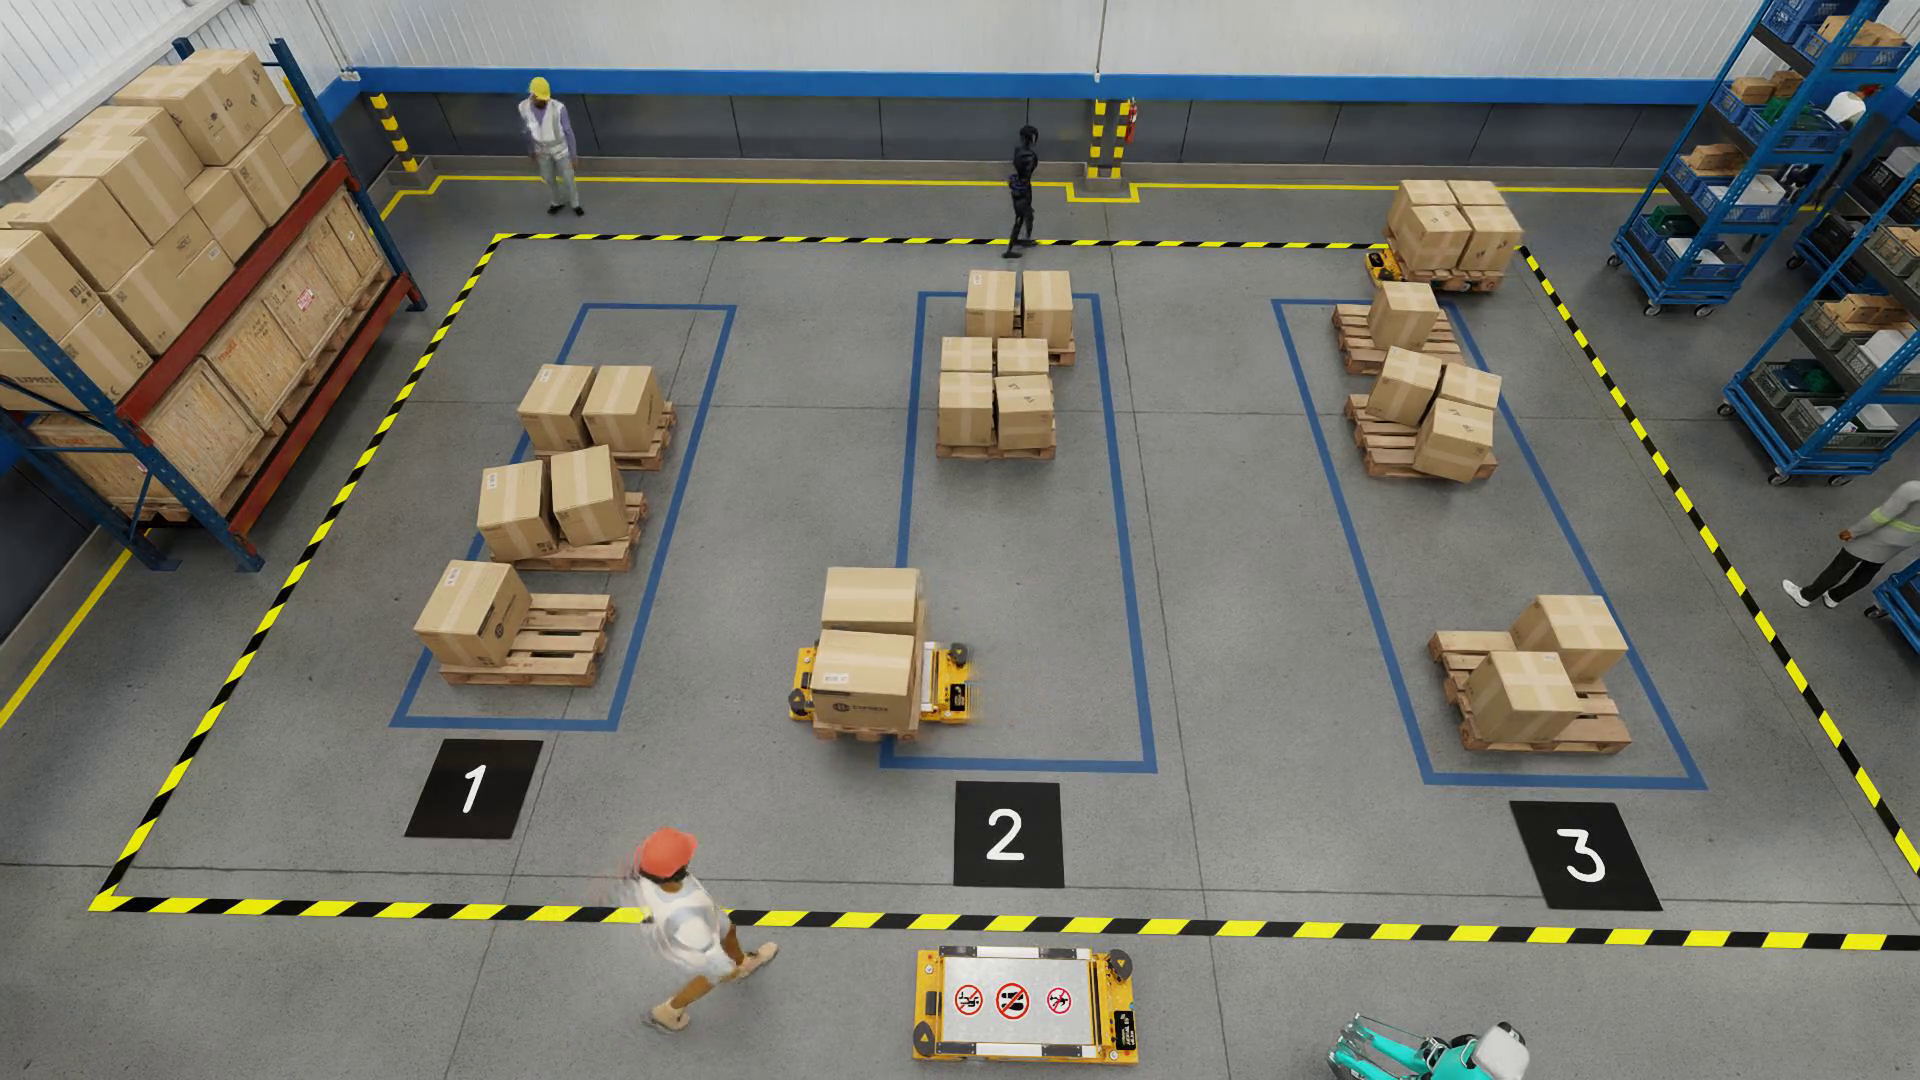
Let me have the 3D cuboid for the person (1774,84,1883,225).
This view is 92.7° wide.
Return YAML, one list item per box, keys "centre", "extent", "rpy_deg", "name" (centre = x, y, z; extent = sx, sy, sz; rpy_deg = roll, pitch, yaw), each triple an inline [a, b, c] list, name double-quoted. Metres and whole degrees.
- centre: [10.739, -4.889, 11.452]
  extent: [0.389, 1.847, 0.562]
  rpy_deg: [6, 51, 5]
  name: "person"

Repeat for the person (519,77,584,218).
- centre: [-5.097, -4.876, 11.482]
  extent: [0.633, 1.796, 0.408]
  rpy_deg: [-1, 51, -1]
  name: "person"

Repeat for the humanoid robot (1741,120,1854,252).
- centre: [10.155, -4.316, 11.097]
  extent: [0.608, 1.636, 0.604]
  rpy_deg: [26, 55, 20]
  name: "humanoid robot"

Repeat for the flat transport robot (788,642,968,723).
- centre: [-0.653, 1.154, 7.527]
  extent: [1.431, 0.197, 0.652]
  rpy_deg: [1, 51, 1]
  name: "flat transport robot"

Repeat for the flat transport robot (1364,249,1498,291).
- centre: [5.750, -3.317, 11.171]
  extent: [1.431, 0.197, 0.652]
  rpy_deg: [1, 51, 1]
  name: "flat transport robot"

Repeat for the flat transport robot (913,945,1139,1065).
- centre: [0.422, 3.041, 6.007]
  extent: [1.431, 0.231, 0.659]
  rpy_deg: [1, 51, 1]
  name: "flat transport robot"

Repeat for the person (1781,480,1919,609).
- centre: [7.616, -0.070, 7.521]
  extent: [0.588, 1.852, 0.368]
  rpy_deg: [4, 51, 3]
  name: "person"

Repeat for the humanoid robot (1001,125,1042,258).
- centre: [0.790, -4.145, 10.962]
  extent: [0.557, 1.638, 0.616]
  rpy_deg: [-7, 51, -6]
  name: "humanoid robot"

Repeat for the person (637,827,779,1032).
- centre: [-1.636, 2.361, 5.444]
  extent: [0.796, 2.000, 0.673]
  rpy_deg: [-27, 56, -20]
  name: "person"

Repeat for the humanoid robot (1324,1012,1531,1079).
- centre: [2.450, 2.864, 5.114]
  extent: [0.533, 1.680, 0.735]
  rpy_deg: [-36, 59, -26]
  name: "humanoid robot"
